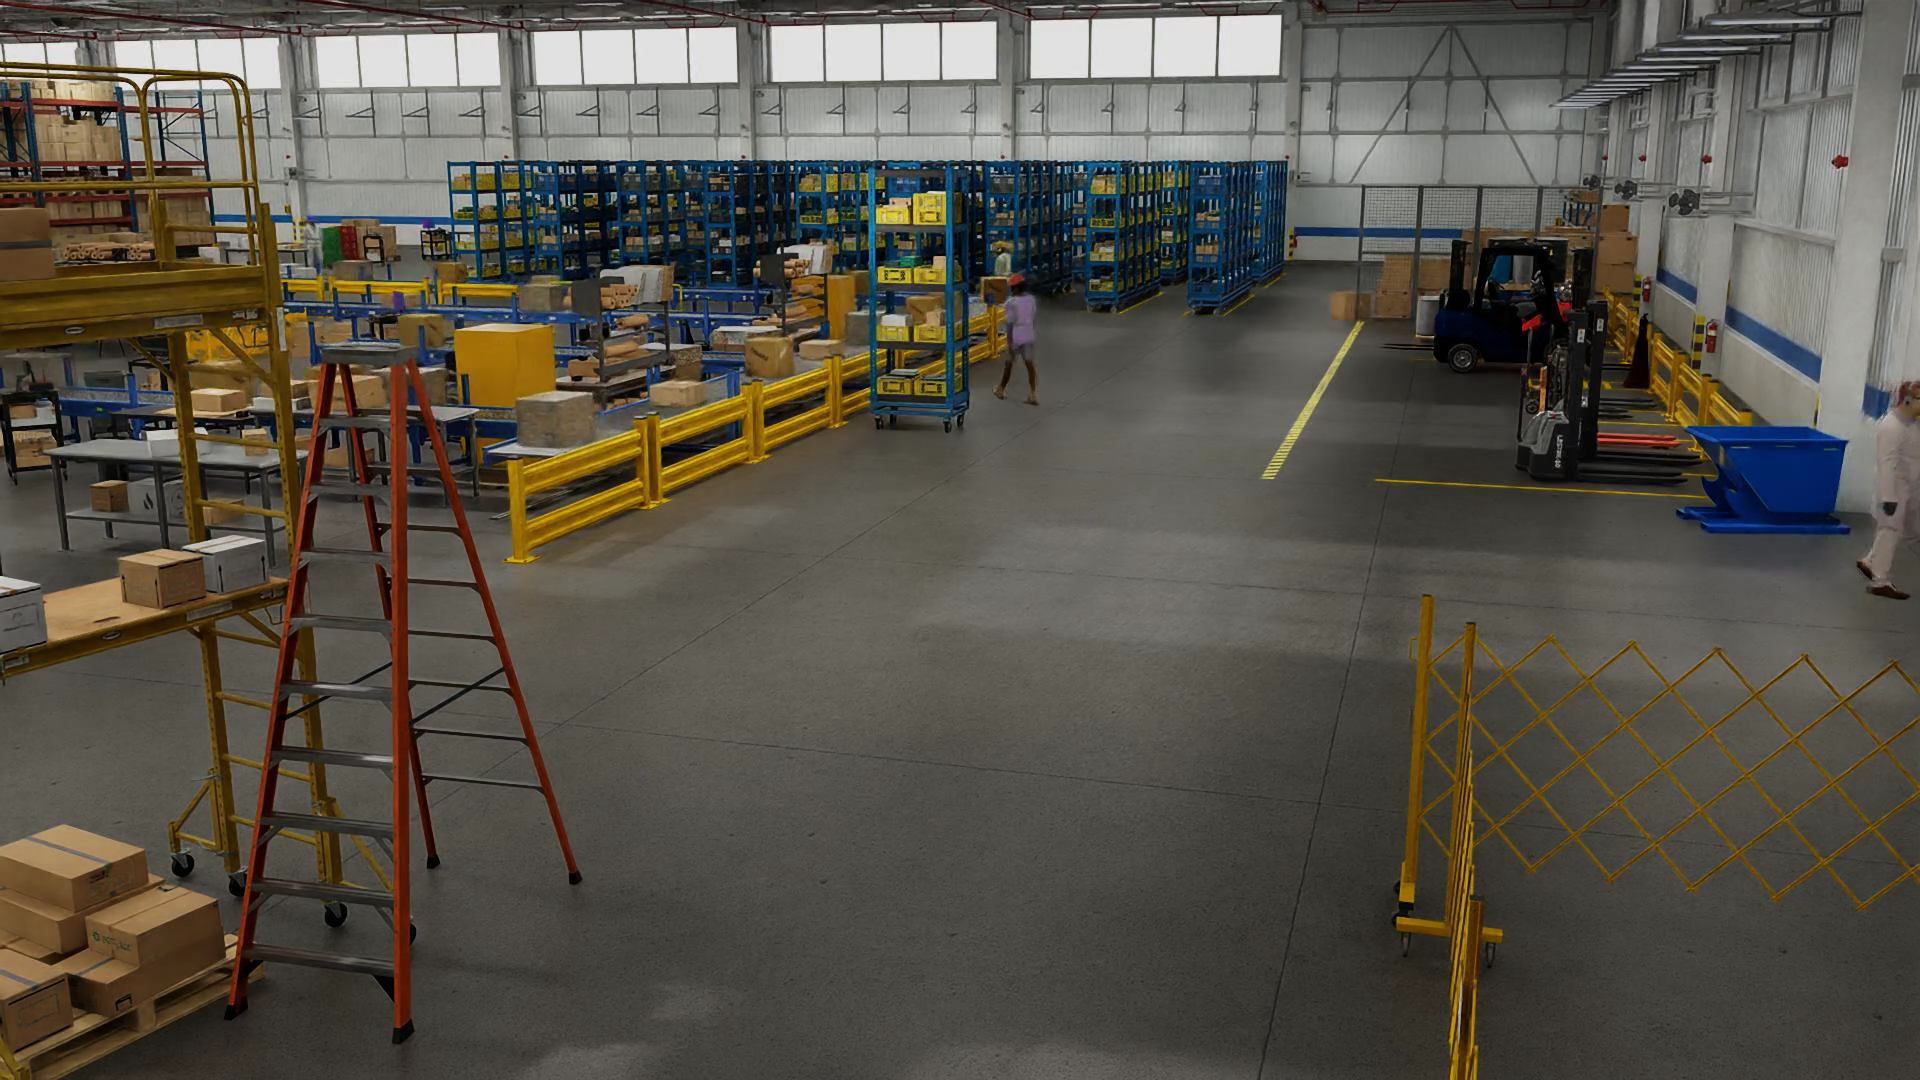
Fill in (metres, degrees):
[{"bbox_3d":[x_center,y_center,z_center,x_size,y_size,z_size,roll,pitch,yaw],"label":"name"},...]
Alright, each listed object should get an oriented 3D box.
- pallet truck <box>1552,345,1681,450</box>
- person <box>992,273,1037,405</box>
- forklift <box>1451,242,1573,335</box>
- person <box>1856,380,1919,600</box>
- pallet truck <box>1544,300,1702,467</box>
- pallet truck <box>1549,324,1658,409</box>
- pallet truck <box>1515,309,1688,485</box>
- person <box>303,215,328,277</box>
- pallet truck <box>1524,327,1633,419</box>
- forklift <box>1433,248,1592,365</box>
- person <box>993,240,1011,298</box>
[{"bbox_3d":[8.641,-1.896,21.908,1.630,1.274,0.653,4,14,16],"label":"pallet truck"},{"bbox_3d":[0.884,-3.111,25.669,0.618,1.978,1.069,-7,15,-29],"label":"person"},{"bbox_3d":[10.464,-4.597,31.405,2.680,1.987,1.157,4,14,16],"label":"forklift"},{"bbox_3d":[8.077,-0.431,14.280,0.674,1.893,0.421,-13,18,-43],"label":"person"},{"bbox_3d":[8.263,-1.952,20.631,1.885,1.965,0.823,5,14,20],"label":"pallet truck"},{"bbox_3d":[9.824,-2.669,25.407,1.601,1.201,0.680,4,14,16],"label":"pallet truck"},{"bbox_3d":[7.554,-1.677,19.446,1.885,1.965,0.823,3,13,14],"label":"pallet truck"},{"bbox_3d":[-20.197,-9.201,52.127,0.641,1.908,0.901,-11,17,-39],"label":"person"},{"bbox_3d":[9.065,-2.460,24.370,1.522,1.261,0.704,3,13,14],"label":"pallet truck"},{"bbox_3d":[9.780,-4.111,29.280,2.680,1.987,1.157,3,13,14],"label":"forklift"},{"bbox_3d":[1.059,-6.134,39.123,0.650,1.811,0.595,6,14,24],"label":"person"}]
